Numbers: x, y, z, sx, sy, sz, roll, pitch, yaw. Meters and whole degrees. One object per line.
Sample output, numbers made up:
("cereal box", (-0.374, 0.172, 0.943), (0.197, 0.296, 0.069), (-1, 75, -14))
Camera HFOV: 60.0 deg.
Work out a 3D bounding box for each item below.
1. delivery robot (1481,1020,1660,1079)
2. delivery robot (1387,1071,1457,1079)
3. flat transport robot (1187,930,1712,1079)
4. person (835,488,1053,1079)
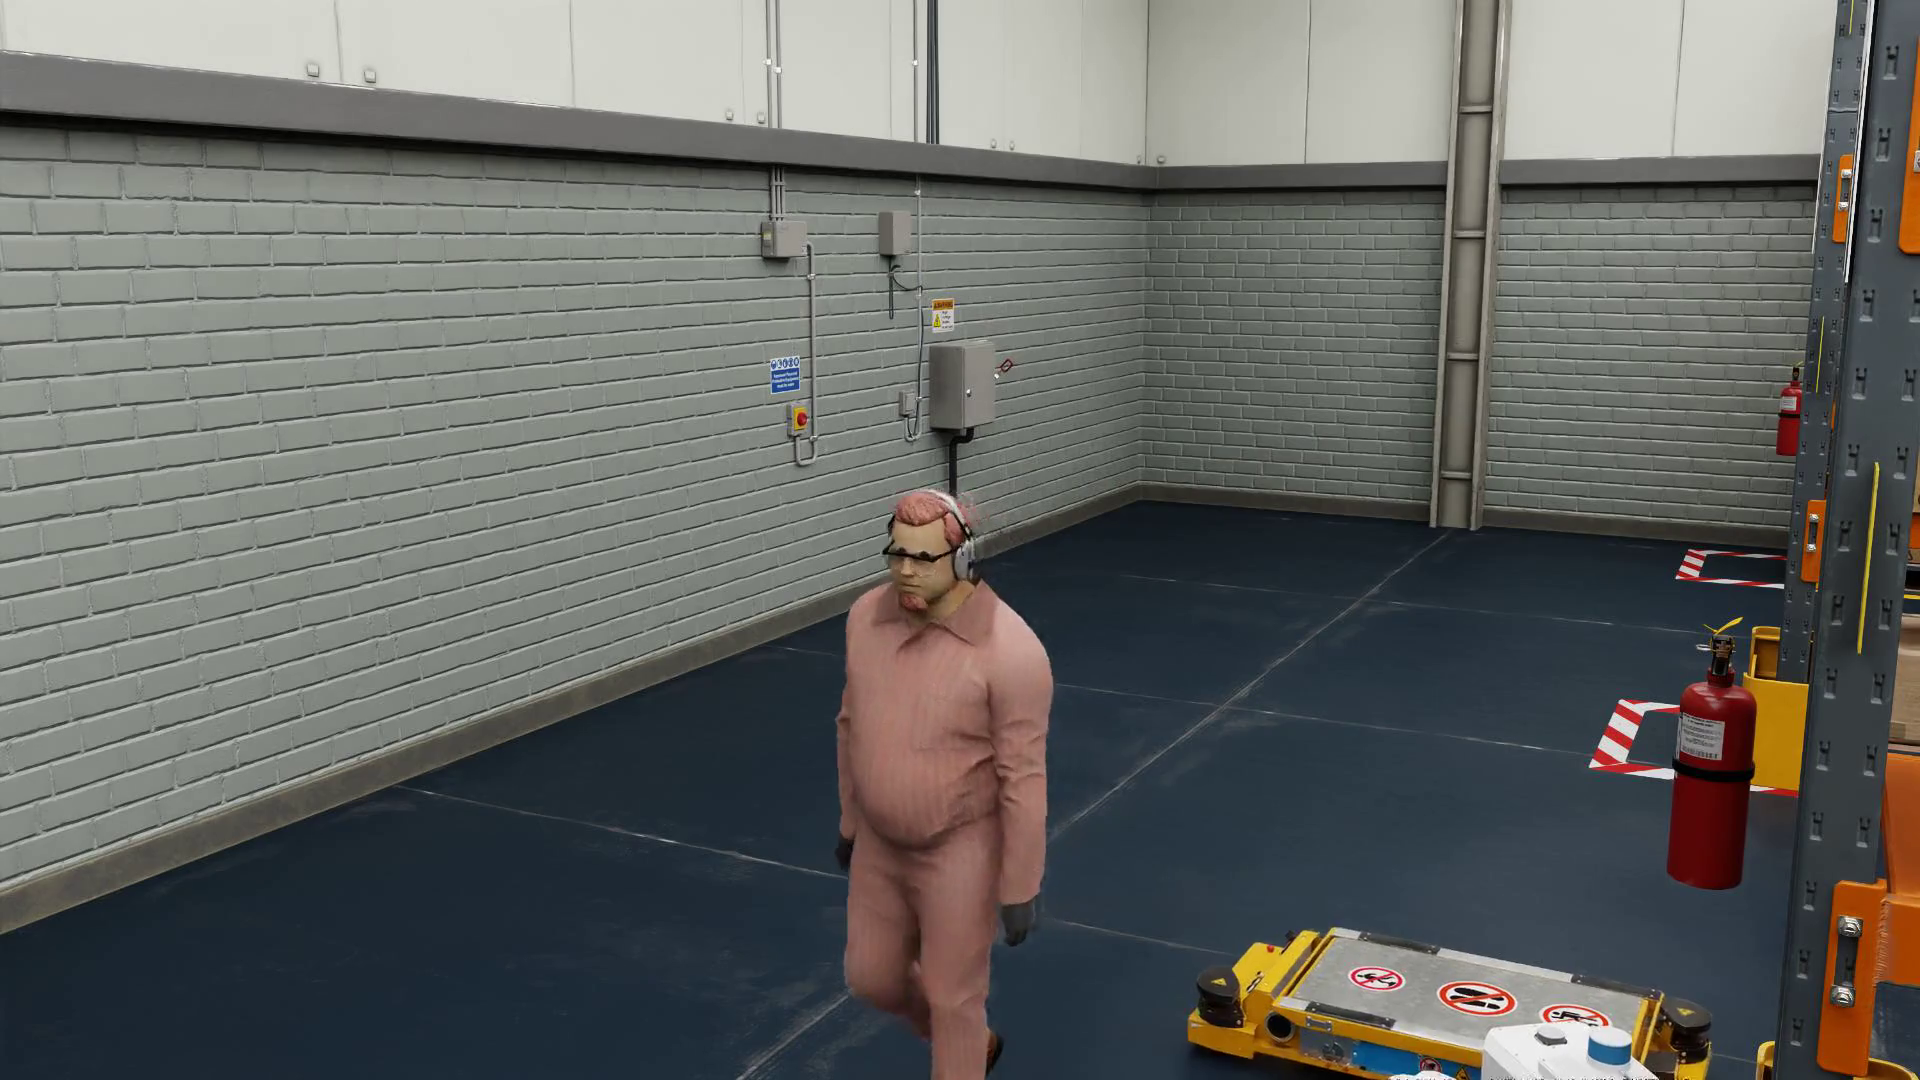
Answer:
("delivery robot", (1.597, 1.452, 4.124), (0.477, 0.478, 0.707), (-2, 11, -11))
("delivery robot", (1.035, 1.496, 3.887), (0.477, 0.478, 0.707), (10, 14, 44))
("flat transport robot", (1.482, 1.469, 5.062), (1.431, 0.197, 0.652), (6, 12, 28))
("person", (-0.049, 0.787, 4.344), (0.692, 1.893, 0.504), (8, 13, 39))
